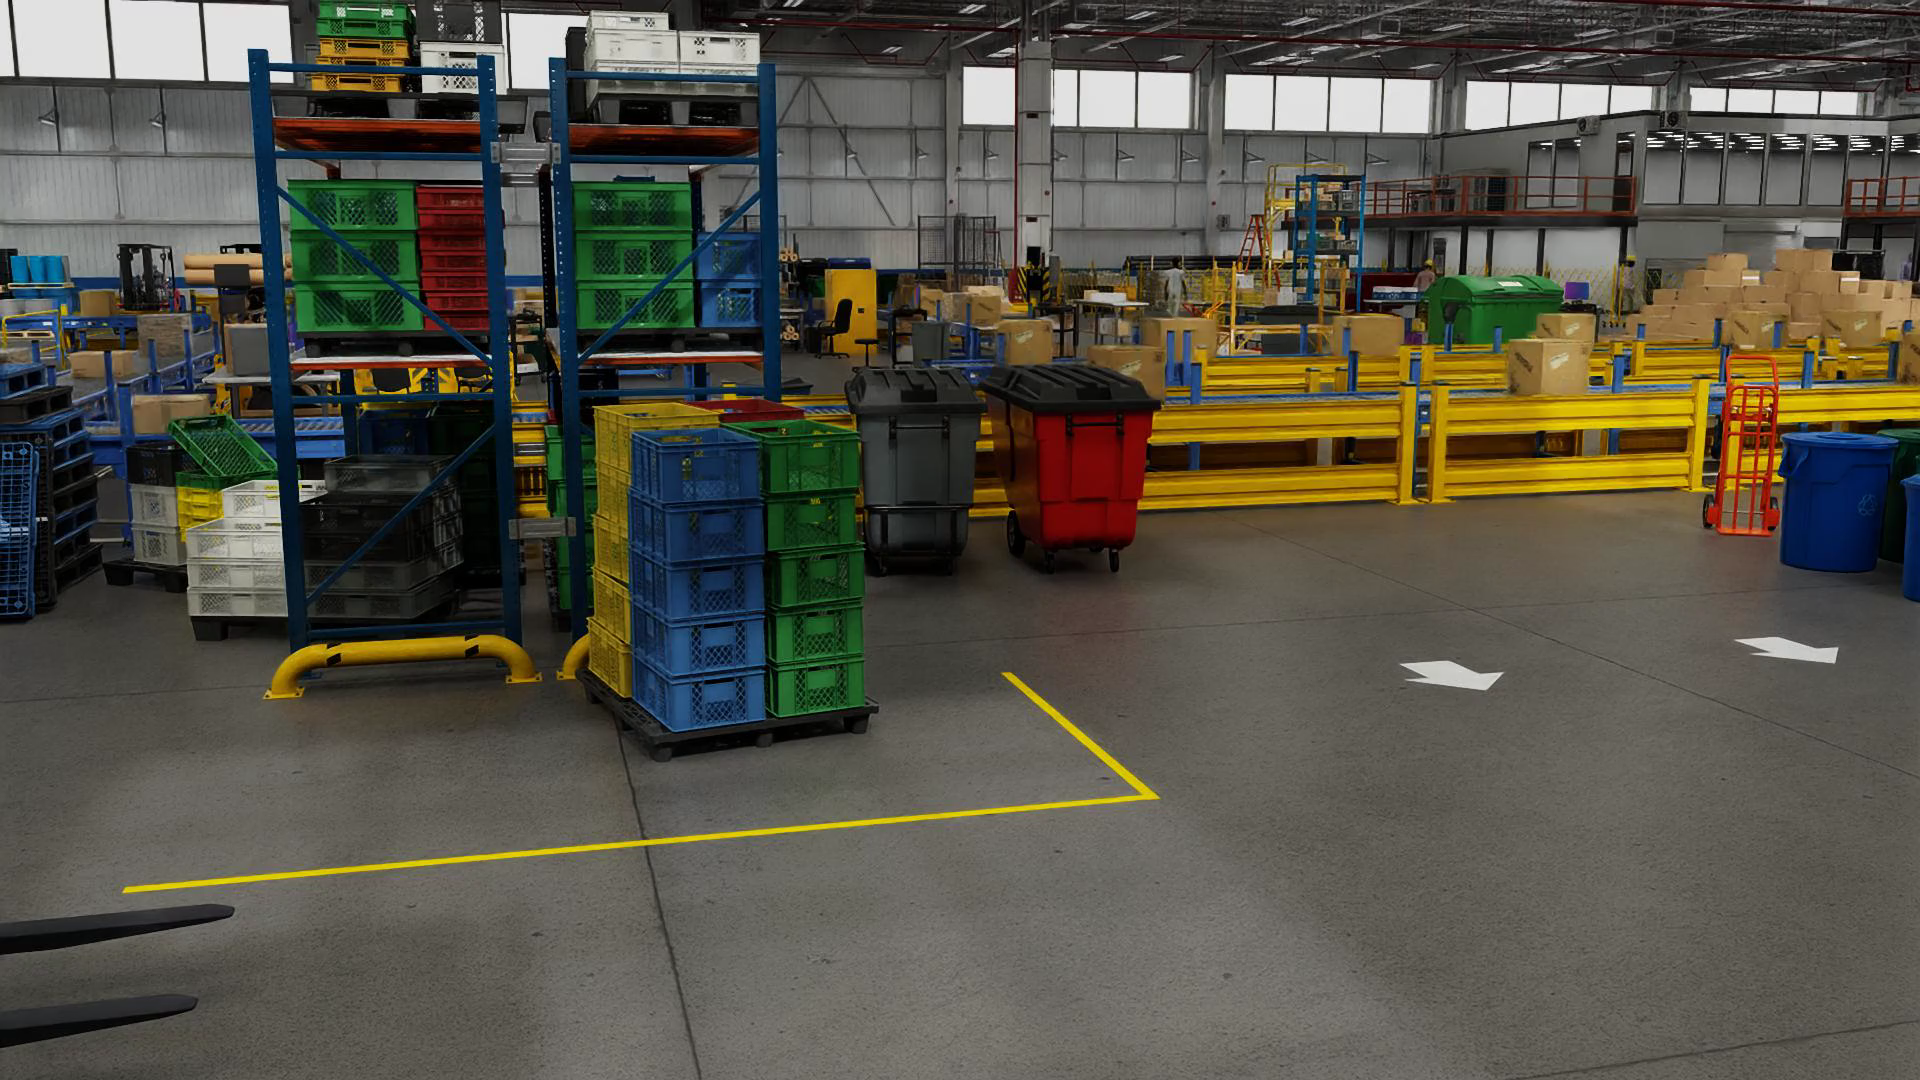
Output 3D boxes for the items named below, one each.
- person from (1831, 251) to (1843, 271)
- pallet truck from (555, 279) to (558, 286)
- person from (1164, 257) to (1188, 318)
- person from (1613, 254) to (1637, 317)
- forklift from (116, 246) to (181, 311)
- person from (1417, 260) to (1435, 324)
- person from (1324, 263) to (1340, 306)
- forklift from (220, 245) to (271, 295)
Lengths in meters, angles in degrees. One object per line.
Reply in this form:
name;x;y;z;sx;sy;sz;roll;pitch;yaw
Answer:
person;22.979;-6.648;43.973;0.676;2.000;0.536;10;14;44
pallet truck;-10.604;-6.375;44.520;0.653;1.274;1.630;-3;10;-15
person;5.512;-6.268;42.371;0.552;1.865;0.534;6;12;31
person;19.912;-7.586;49.733;0.607;1.896;0.860;-5;11;-25
forklift;-19.966;-6.232;40.894;1.157;1.987;2.680;-3;10;-15
person;12.673;-6.720;45.187;0.524;1.761;0.333;9;14;42
person;11.139;-7.627;50.097;0.591;1.847;0.969;-1;10;-7
forklift;-17.749;-6.334;41.440;1.157;1.987;2.680;-3;10;-17
